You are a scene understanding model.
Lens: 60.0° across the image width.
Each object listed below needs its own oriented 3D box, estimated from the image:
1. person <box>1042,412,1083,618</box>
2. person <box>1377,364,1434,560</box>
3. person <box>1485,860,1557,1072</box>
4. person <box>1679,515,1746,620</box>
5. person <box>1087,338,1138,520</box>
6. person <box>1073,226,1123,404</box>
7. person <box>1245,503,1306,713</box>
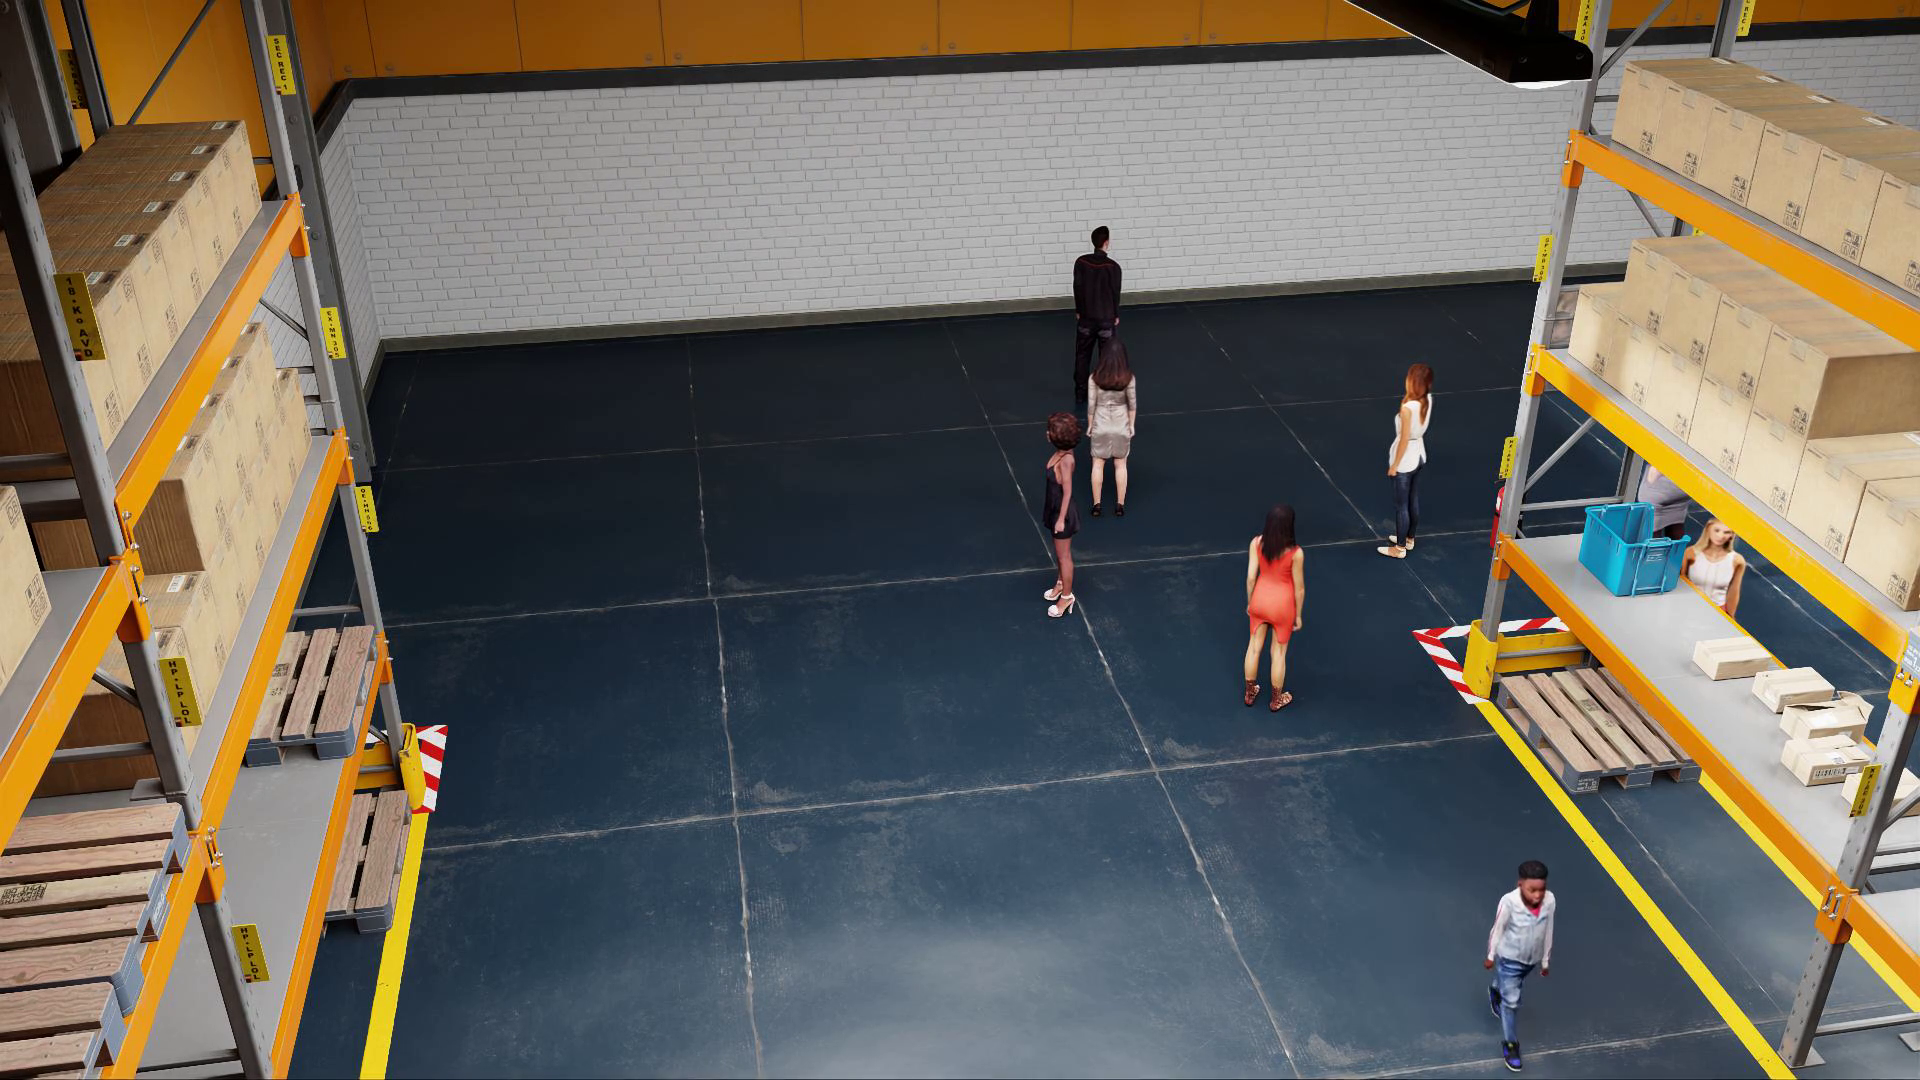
[{"bbox_3d":[0.825,-0.216,13.495,0.655,1.789,0.509,-1,29,-2],"label":"person"},{"bbox_3d":[3.879,-0.680,14.350,0.723,1.784,0.685,23,36,35],"label":"person"},{"bbox_3d":[3.166,2.303,9.450,0.536,1.239,0.874,-2,29,-3],"label":"person"},{"bbox_3d":[5.339,0.581,12.022,0.718,1.800,0.747,9,30,16],"label":"person"},{"bbox_3d":[1.357,-0.995,14.967,0.632,1.747,0.581,2,29,3],"label":"person"},{"bbox_3d":[1.430,-2.318,17.216,0.781,1.915,0.810,14,32,24],"label":"person"},{"bbox_3d":[2.306,0.496,12.263,0.668,1.719,0.709,15,32,25],"label":"person"}]
